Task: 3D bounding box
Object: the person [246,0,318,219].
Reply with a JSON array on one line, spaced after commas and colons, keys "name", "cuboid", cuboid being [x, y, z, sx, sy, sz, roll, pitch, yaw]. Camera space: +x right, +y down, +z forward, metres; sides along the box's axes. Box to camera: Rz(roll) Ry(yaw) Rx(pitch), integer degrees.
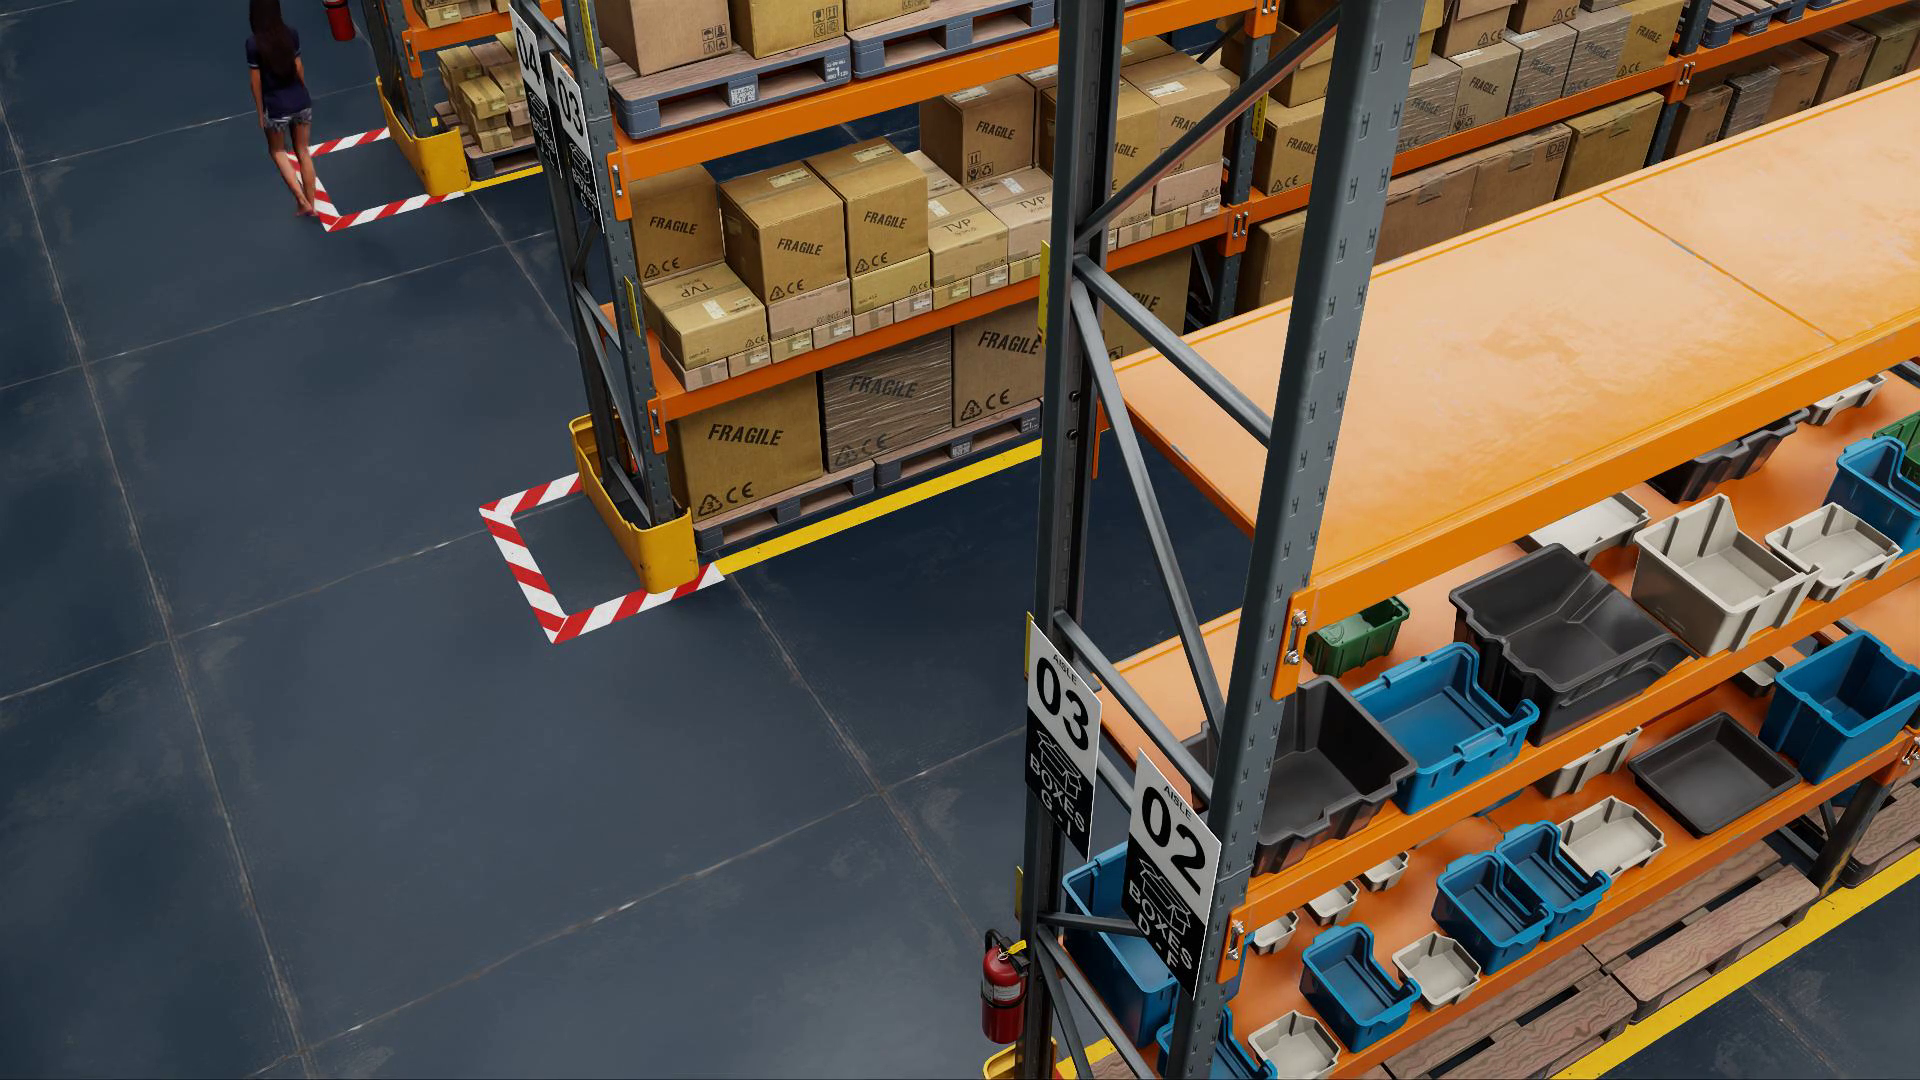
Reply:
[{"name": "person", "cuboid": [-4.886, -3.131, 12.190, 0.734, 1.740, 0.635, 31, 51, 29]}]
